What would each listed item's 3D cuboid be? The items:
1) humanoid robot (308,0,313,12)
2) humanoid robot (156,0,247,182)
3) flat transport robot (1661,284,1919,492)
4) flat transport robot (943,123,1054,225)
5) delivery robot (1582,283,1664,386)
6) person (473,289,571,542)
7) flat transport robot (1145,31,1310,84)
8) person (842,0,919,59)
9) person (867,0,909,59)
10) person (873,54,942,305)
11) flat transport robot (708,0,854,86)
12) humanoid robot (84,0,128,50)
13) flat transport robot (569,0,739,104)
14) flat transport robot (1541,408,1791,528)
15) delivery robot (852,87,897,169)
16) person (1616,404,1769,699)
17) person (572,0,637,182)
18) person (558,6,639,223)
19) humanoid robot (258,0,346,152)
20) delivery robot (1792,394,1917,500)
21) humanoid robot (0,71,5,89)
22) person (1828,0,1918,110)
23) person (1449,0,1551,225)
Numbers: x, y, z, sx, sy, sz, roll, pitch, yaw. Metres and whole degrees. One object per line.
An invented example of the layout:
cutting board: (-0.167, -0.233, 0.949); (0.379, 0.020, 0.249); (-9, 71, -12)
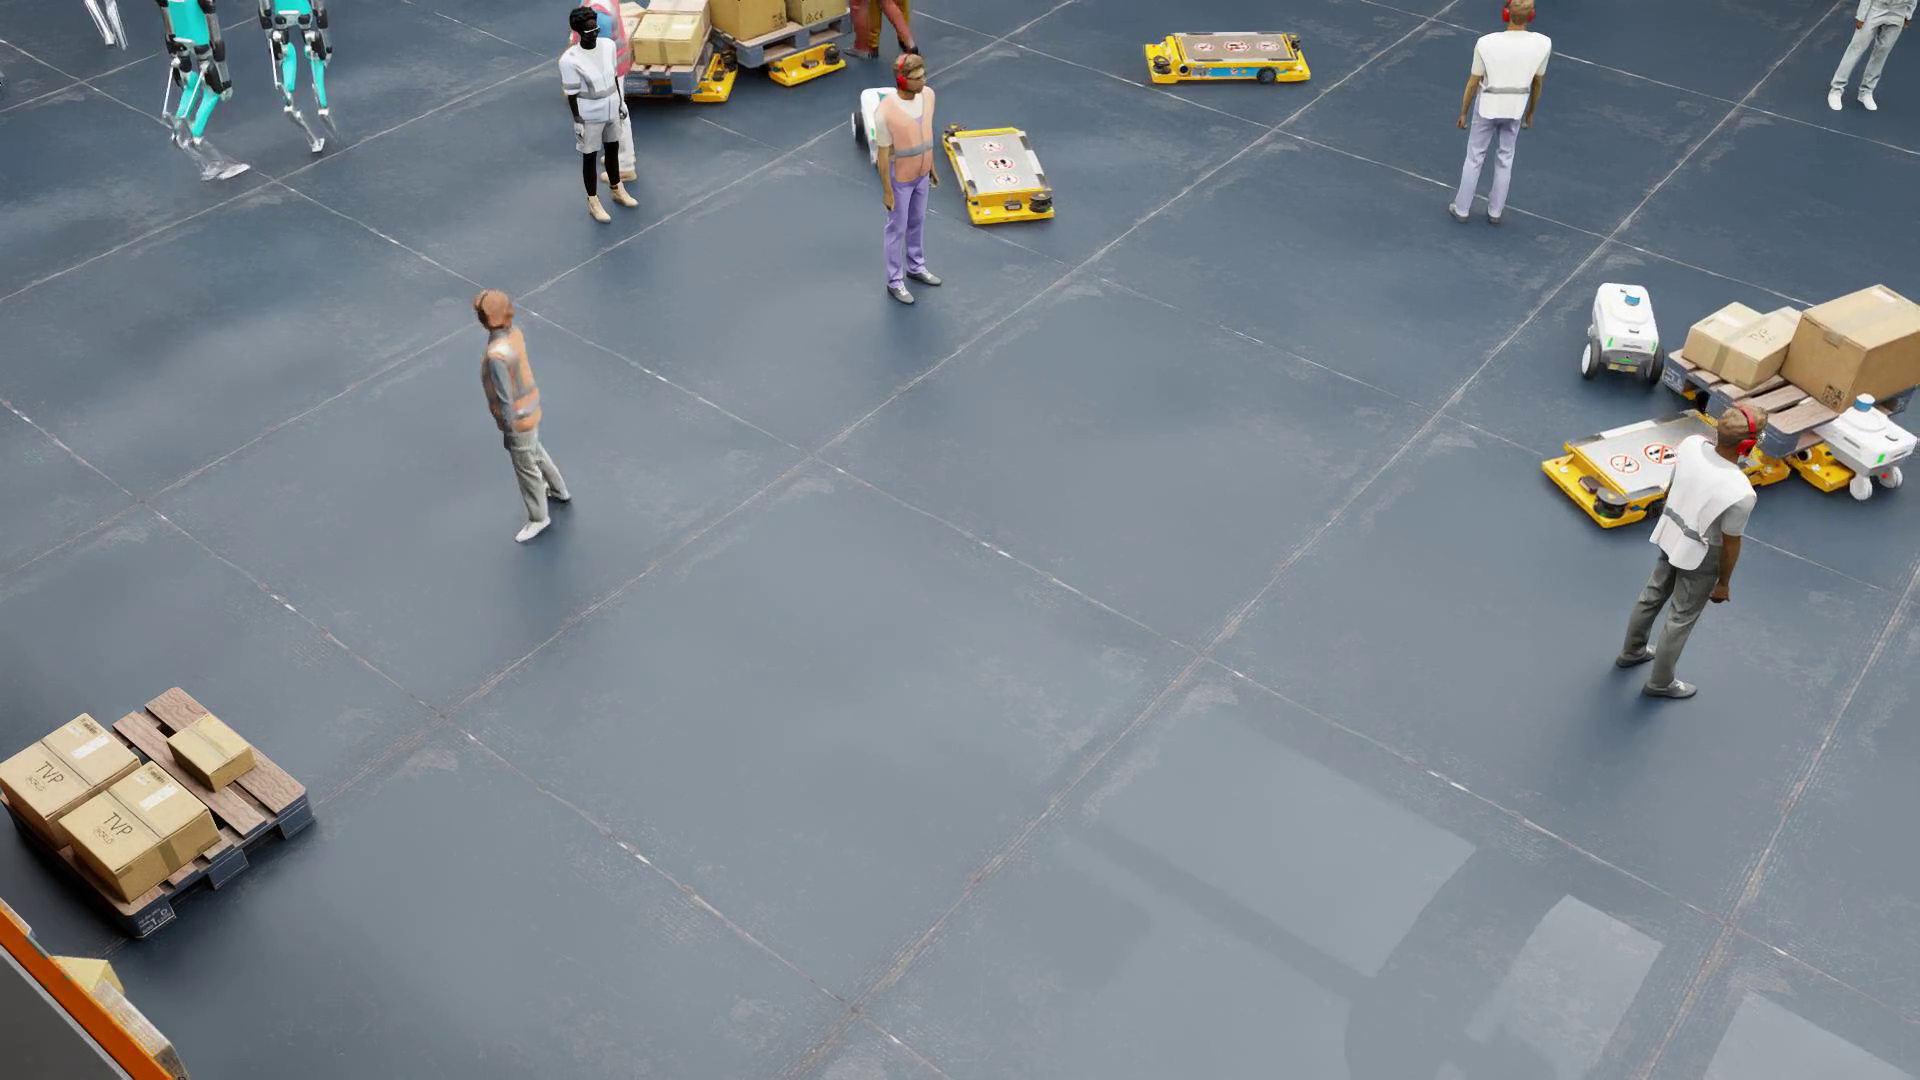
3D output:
humanoid robot: (-6.489, -5.889, 15.918); (0.586, 1.649, 0.399); (-17, 43, -19)
humanoid robot: (-6.095, -3.601, 13.109); (0.530, 1.706, 0.736); (13, 42, 15)
flat transport robot: (5.461, -0.864, 11.094); (0.659, 0.231, 1.431); (-18, 44, -20)
flat transport robot: (0.302, -3.027, 13.639); (0.659, 0.231, 1.431); (-7, 41, -8)
delivery robot: (4.626, -1.444, 11.559); (0.523, 0.600, 0.771); (7, 41, 8)
person: (-2.620, -0.746, 9.918); (0.342, 1.614, 0.611); (-5, 41, -6)
flat transport robot: (2.455, -4.431, 15.290); (1.431, 0.231, 0.659); (-1, 40, -1)
person: (-0.737, -5.195, 14.982); (0.727, 1.841, 0.555); (27, 47, 28)
person: (-0.638, -5.262, 15.120); (0.536, 1.752, 0.339); (-11, 42, -13)
person: (-0.379, -2.607, 11.927); (0.390, 1.846, 0.565); (27, 47, 28)
flat transport robot: (-1.766, -4.626, 15.520); (0.659, 0.231, 1.431); (-29, 48, -30)
humanoid robot: (-8.012, -5.318, 15.270); (0.541, 1.872, 0.742); (-16, 43, -18)
flat transport robot: (-2.766, -4.194, 15.011); (1.431, 0.231, 0.659); (3, 40, 3)
flat transport robot: (4.525, -0.485, 10.648); (1.431, 0.231, 0.659); (-14, 42, -16)
delivery robot: (-0.628, -3.503, 13.971); (0.499, 0.586, 0.772); (-6, 41, -7)
person: (3.859, 0.067, 8.781); (0.390, 1.847, 0.565); (-11, 41, -12)
person: (-2.856, -3.769, 13.309); (0.431, 1.837, 0.629); (-6, 41, -7)
person: (-2.798, -3.301, 12.858); (0.318, 1.696, 0.533); (27, 47, 28)
humanoid robot: (-5.414, -3.919, 13.620); (0.555, 1.873, 0.687); (-5, 41, -5)
delivery robot: (5.693, -0.670, 10.634); (0.499, 0.580, 0.756); (-18, 44, -20)
humanoid robot: (-8.729, -4.567, 14.409); (0.615, 1.640, 0.784); (-12, 42, -13)
person: (7.933, -4.516, 14.263); (0.482, 1.731, 0.345); (-2, 40, -2)
person: (4.111, -3.258, 12.700); (0.570, 1.839, 0.389); (1, 40, 1)
